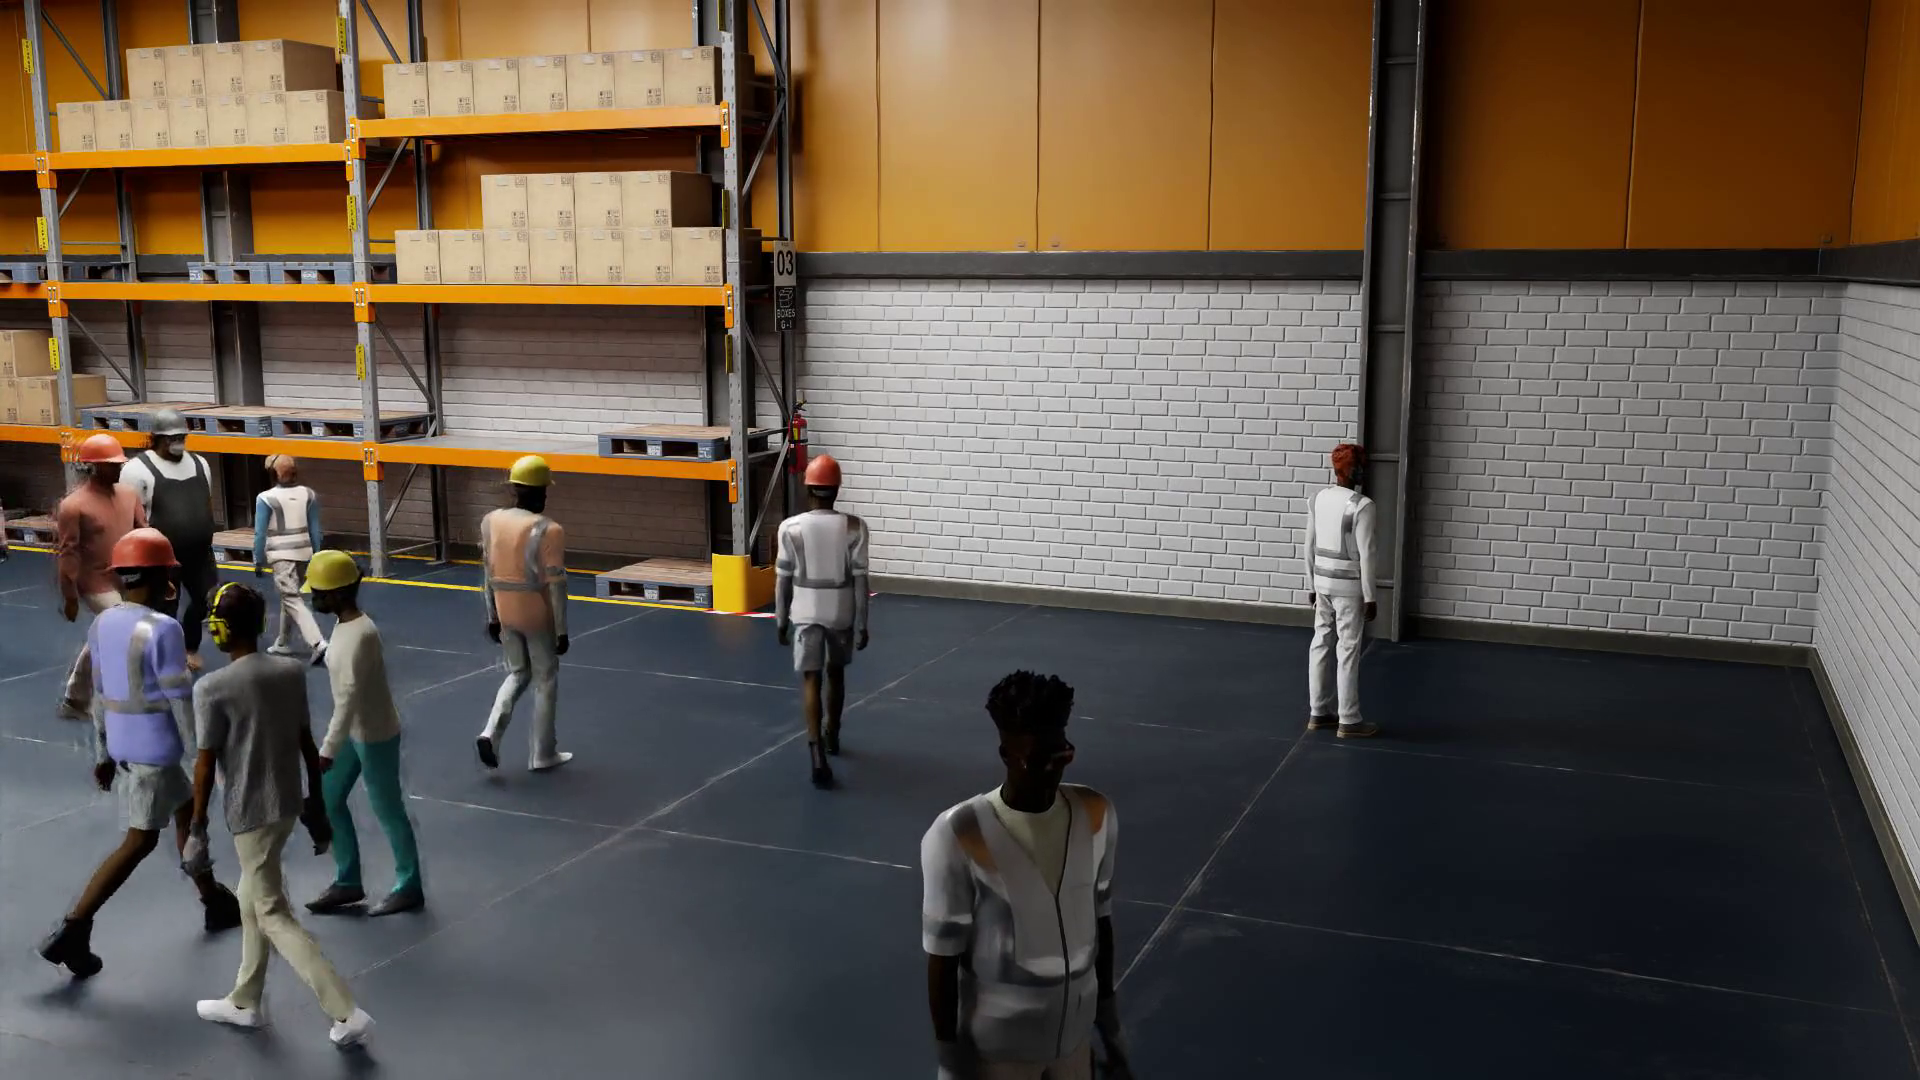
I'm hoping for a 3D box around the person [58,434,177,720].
[{"bbox_3d":[-5.546,0.274,10.811,1.047,1.950,0.623,2,10,12],"label":"person"}]

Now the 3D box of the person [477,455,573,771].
[{"bbox_3d":[-2.579,0.453,9.798,0.603,1.907,0.545,4,10,25],"label":"person"}]

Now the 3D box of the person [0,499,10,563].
[{"bbox_3d":[-7.509,0.029,12.442,0.712,1.884,0.653,4,10,24],"label":"person"}]

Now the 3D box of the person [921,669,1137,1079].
[{"bbox_3d":[0.186,1.301,4.486,0.614,1.966,0.369,-6,11,-32],"label":"person"}]

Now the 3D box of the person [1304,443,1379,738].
[{"bbox_3d":[2.453,0.321,10.677,0.362,1.883,0.575,-5,11,-30],"label":"person"}]

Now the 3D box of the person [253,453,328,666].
[{"bbox_3d":[-5.061,0.139,12.632,0.837,1.606,0.524,5,11,29],"label":"person"}]

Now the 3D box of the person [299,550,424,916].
[{"bbox_3d":[-2.779,0.899,7.598,0.619,1.737,0.537,-6,11,-32],"label":"person"}]

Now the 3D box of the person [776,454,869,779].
[{"bbox_3d":[-0.813,0.442,9.901,0.555,1.903,0.962,-1,9,-7],"label":"person"}]

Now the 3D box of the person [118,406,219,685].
[{"bbox_3d":[-5.623,0.035,11.929,0.539,2.000,0.692,7,12,35],"label":"person"}]

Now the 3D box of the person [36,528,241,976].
[{"bbox_3d":[-3.570,0.894,7.209,0.546,1.886,1.000,7,12,37],"label":"person"}]

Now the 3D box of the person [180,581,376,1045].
[{"bbox_3d":[-2.633,1.068,6.360,0.864,1.830,0.520,3,10,20],"label":"person"}]
